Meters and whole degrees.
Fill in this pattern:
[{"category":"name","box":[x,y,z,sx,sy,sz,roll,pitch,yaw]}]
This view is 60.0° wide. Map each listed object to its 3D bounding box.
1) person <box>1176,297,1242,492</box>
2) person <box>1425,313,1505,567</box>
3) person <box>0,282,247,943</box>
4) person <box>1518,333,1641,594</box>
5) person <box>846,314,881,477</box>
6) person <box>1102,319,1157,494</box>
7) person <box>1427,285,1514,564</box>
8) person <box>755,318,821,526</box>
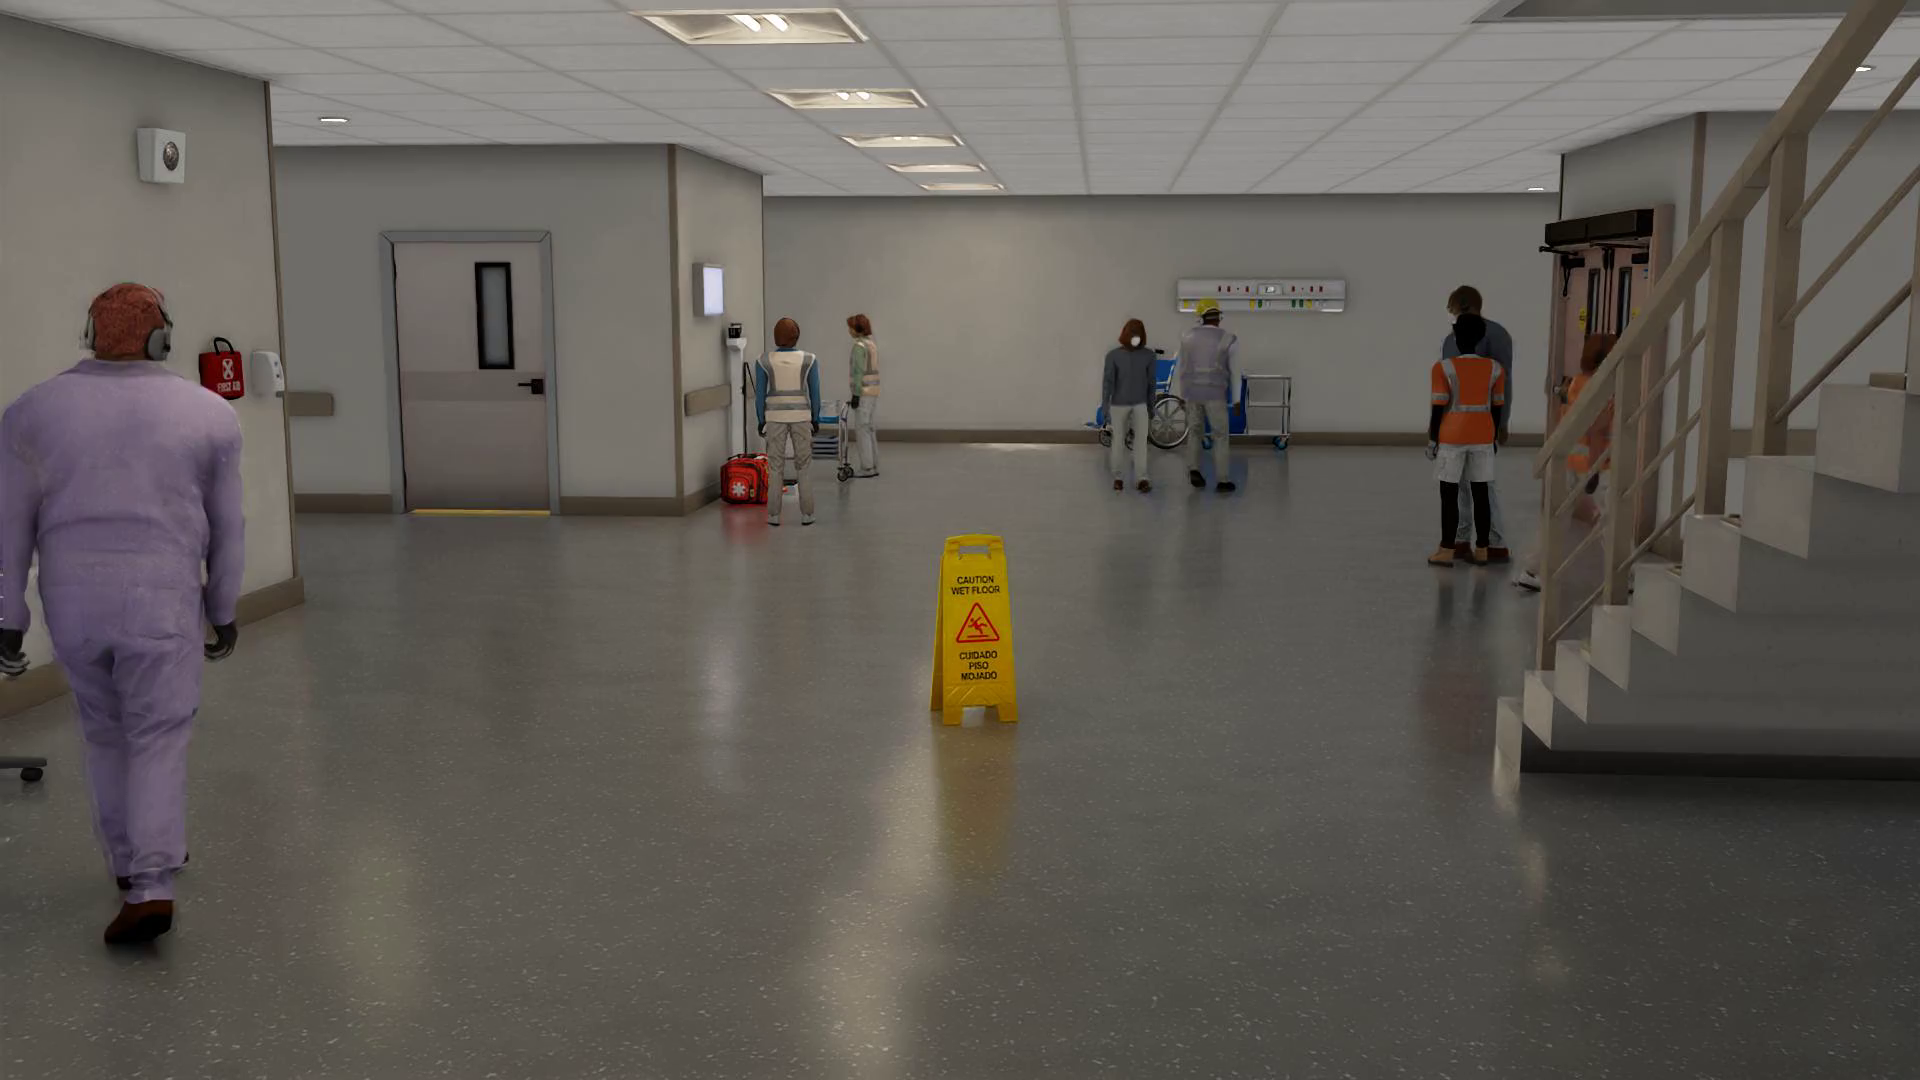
[{"category":"person","box":[2.309,-1.349,15.454,0.640,1.792,0.476,3,9,22]},{"category":"person","box":[3.369,-0.661,11.120,0.541,1.695,0.315,-2,9,-11]},{"category":"person","box":[-2.416,0.190,4.798,0.653,1.862,0.868,-1,8,-10]},{"category":"person","box":[3.827,-0.453,10.065,0.876,1.589,0.516,-1,8,-5]},{"category":"person","box":[-0.957,-1.436,16.616,0.341,1.630,0.524,2,9,12]},{"category":"person","box":[1.560,-1.210,15.196,0.535,1.586,0.845,-1,8,-7]},{"category":"person","box":[3.540,-0.800,11.454,0.409,1.886,0.690,-4,9,-24]},{"category":"person","box":[-1.353,-0.924,13.103,0.514,1.641,0.309,-1,8,-7]}]
